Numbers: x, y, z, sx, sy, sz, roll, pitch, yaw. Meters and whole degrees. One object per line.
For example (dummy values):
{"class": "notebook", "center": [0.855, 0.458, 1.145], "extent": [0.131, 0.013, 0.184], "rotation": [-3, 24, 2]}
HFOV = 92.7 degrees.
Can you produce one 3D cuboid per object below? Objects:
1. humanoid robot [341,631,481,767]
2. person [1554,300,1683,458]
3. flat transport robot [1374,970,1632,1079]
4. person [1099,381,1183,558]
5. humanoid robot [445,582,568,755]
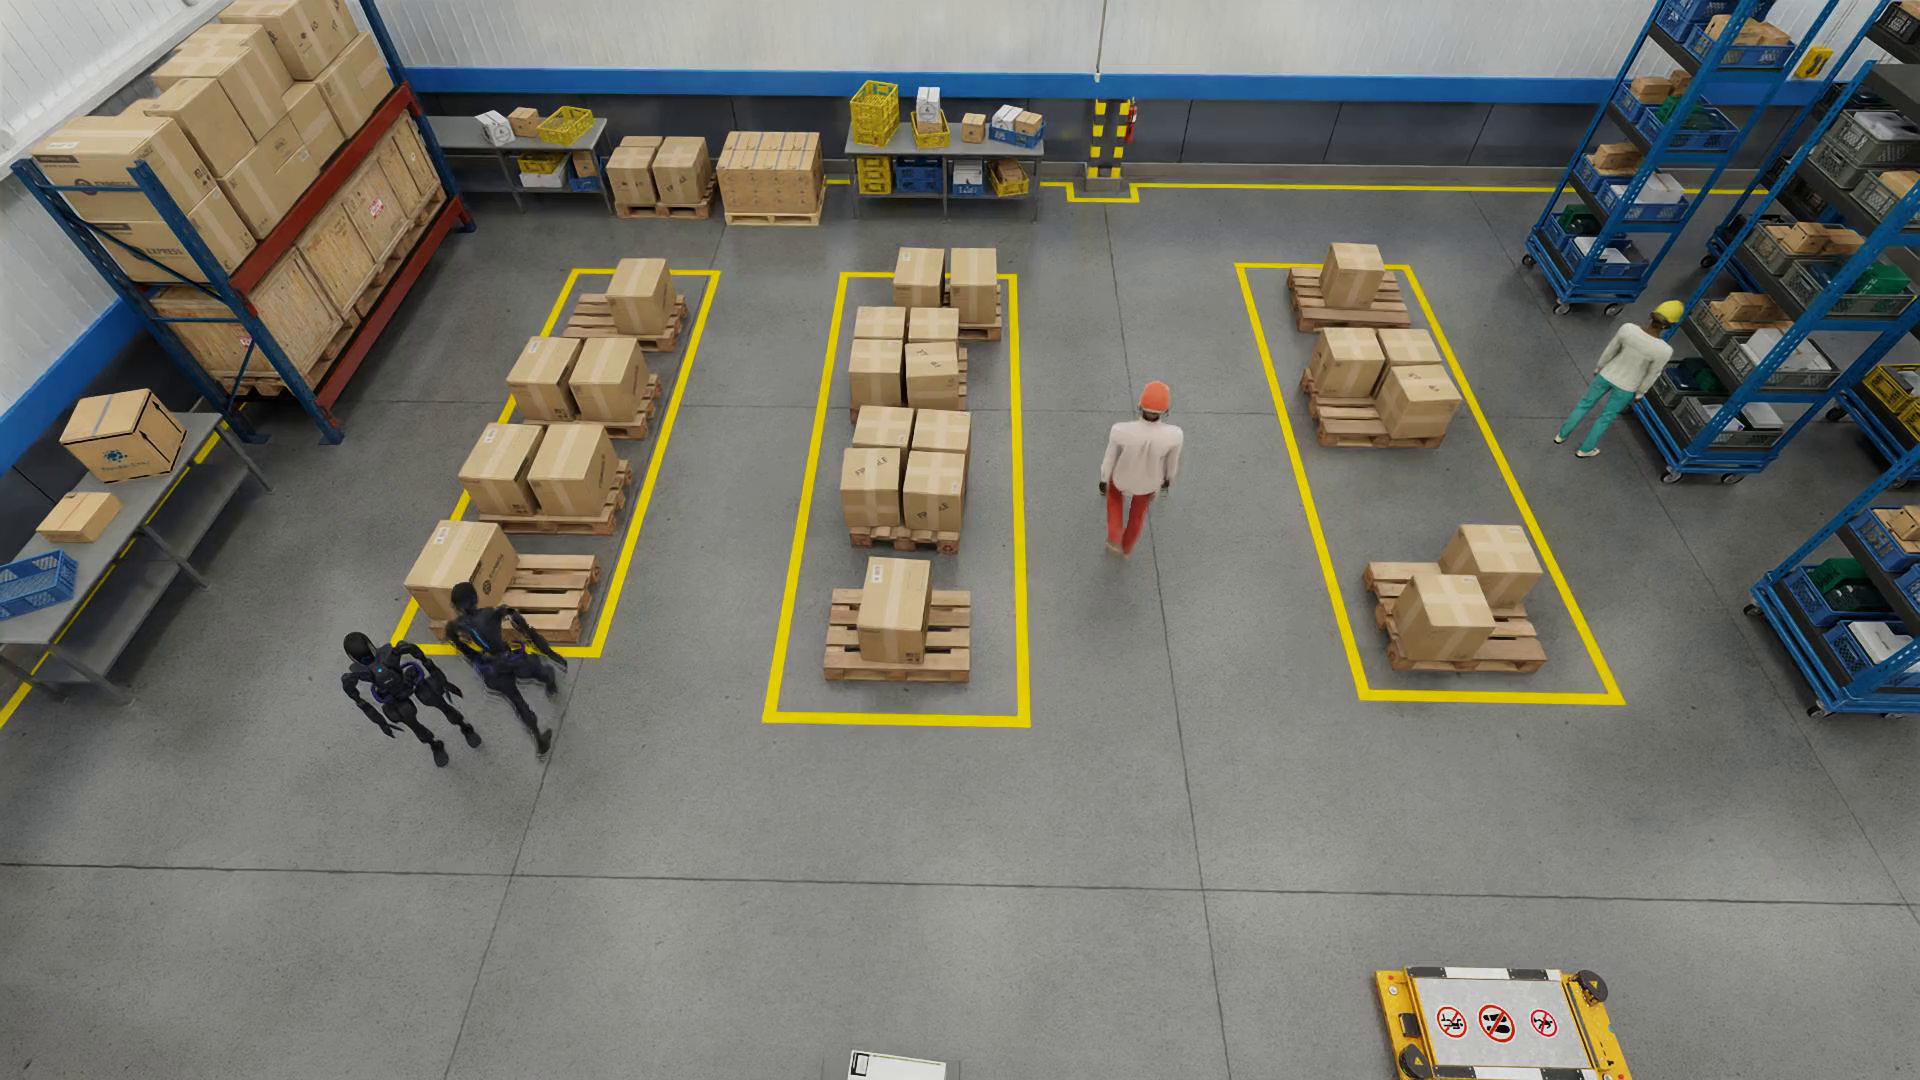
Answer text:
{"class": "humanoid robot", "center": [-3.983, 1.145, 6.643], "extent": [0.563, 1.650, 0.357], "rotation": [-36, 59, -26]}
{"class": "person", "center": [6.313, -1.526, 8.765], "extent": [0.313, 1.766, 0.522], "rotation": [-25, 55, -19]}
{"class": "flat transport robot", "center": [3.501, 3.133, 5.914], "extent": [1.431, 0.197, 0.652], "rotation": [1, 51, 1]}
{"class": "person", "center": [1.522, -0.571, 7.849], "extent": [0.642, 1.973, 0.461], "rotation": [4, 51, 3]}
{"class": "humanoid robot", "center": [-3.337, 0.914, 6.882], "extent": [0.648, 1.619, 0.801], "rotation": [-18, 53, -14]}
